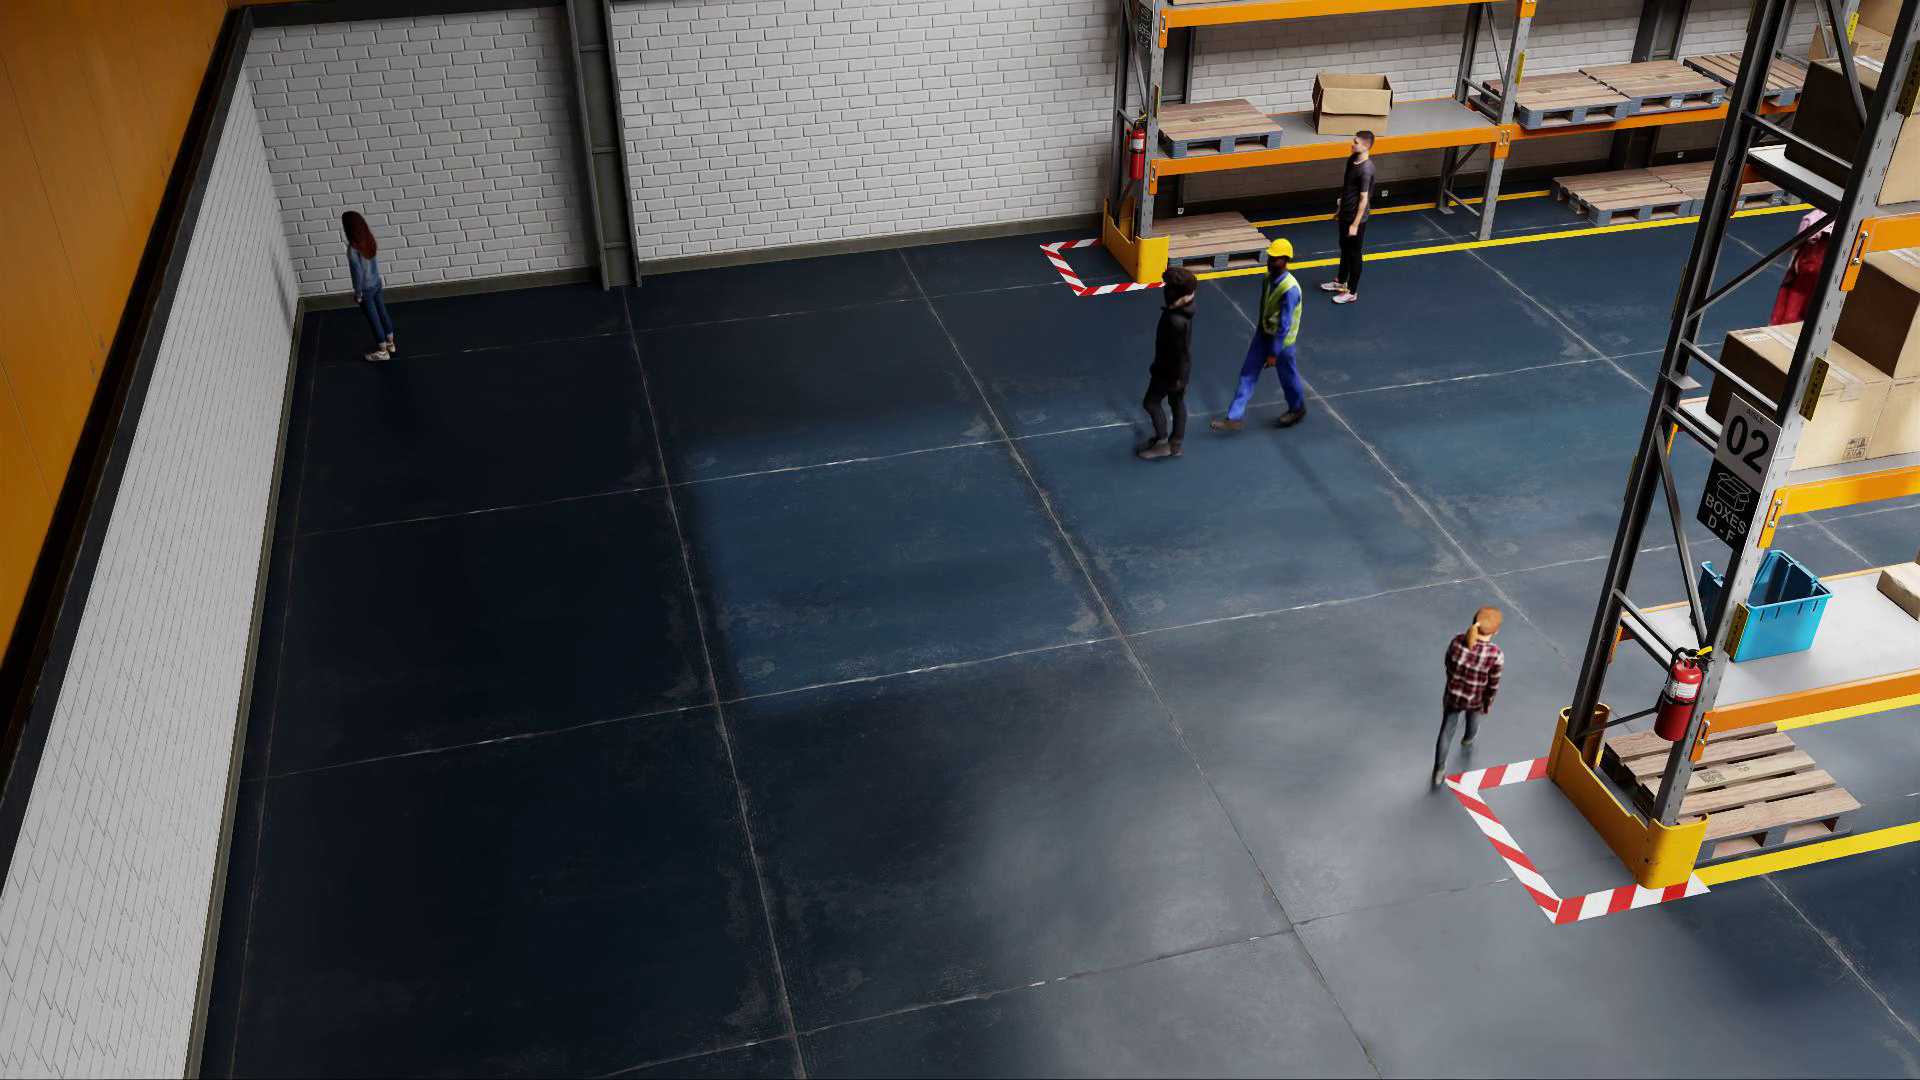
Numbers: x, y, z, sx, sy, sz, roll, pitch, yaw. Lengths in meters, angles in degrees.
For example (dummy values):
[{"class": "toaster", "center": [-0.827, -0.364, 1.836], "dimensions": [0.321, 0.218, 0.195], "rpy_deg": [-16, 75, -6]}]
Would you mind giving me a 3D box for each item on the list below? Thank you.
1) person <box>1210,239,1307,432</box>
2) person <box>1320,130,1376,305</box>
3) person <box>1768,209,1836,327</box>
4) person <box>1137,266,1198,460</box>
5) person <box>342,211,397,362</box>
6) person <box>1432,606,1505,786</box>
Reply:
[{"class": "person", "center": [2.798, -1.738, 14.377], "dimensions": [1.252, 1.773, 0.838], "rpy_deg": [-15, 36, -21]}, {"class": "person", "center": [3.943, -3.249, 16.659], "dimensions": [0.570, 1.764, 0.656], "rpy_deg": [-5, 34, -8]}, {"class": "person", "center": [8.107, -2.578, 15.774], "dimensions": [0.868, 1.625, 0.931], "rpy_deg": [20, 38, 27]}, {"class": "person", "center": [1.862, -1.456, 13.962], "dimensions": [0.784, 1.763, 0.742], "rpy_deg": [11, 35, 17]}, {"class": "person", "center": [-5.558, -2.398, 15.637], "dimensions": [0.628, 1.477, 0.634], "rpy_deg": [6, 34, 8]}, {"class": "person", "center": [3.230, 1.018, 10.690], "dimensions": [0.897, 1.265, 0.956], "rpy_deg": [17, 37, 24]}]
